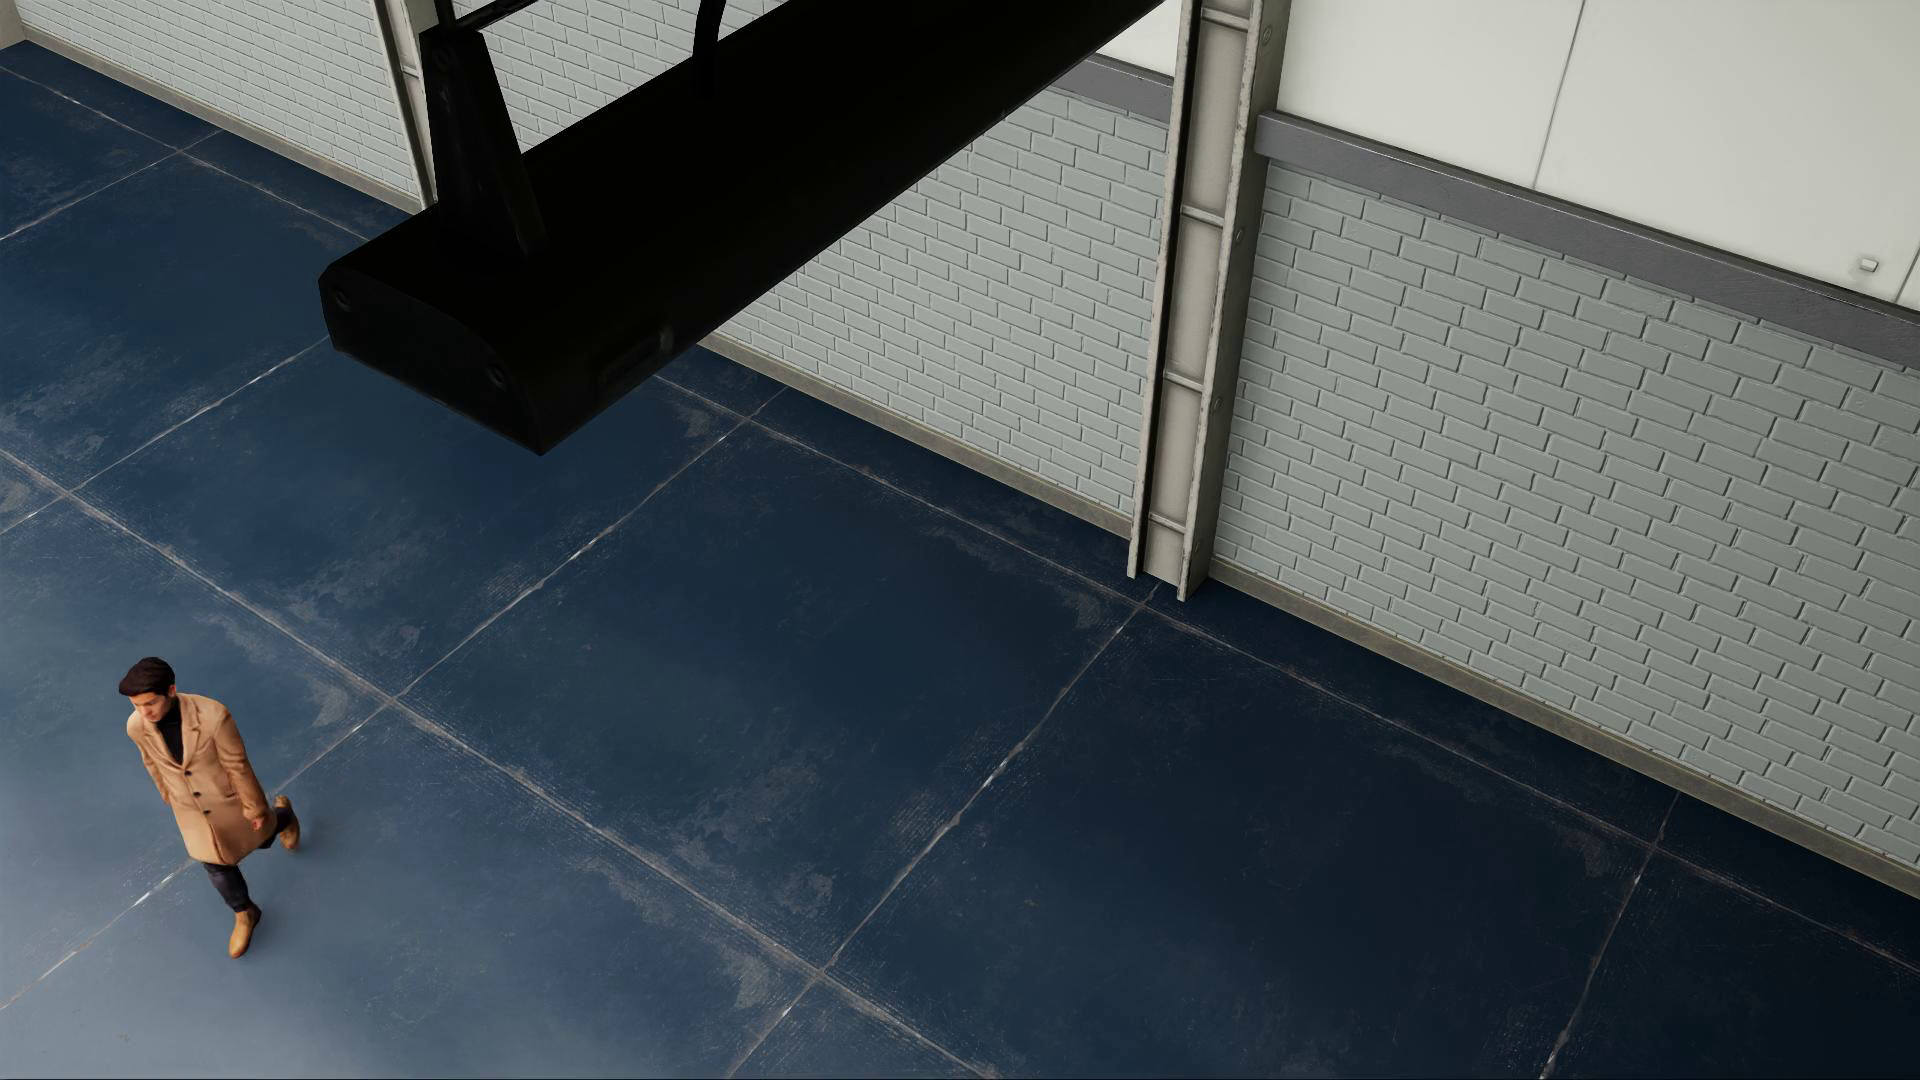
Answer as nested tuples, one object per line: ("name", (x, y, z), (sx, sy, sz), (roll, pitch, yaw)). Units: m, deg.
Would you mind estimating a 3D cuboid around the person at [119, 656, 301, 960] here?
("person", (-3.393, 1.104, 7.650), (1.062, 1.700, 1.083), (-3, 43, -3))
